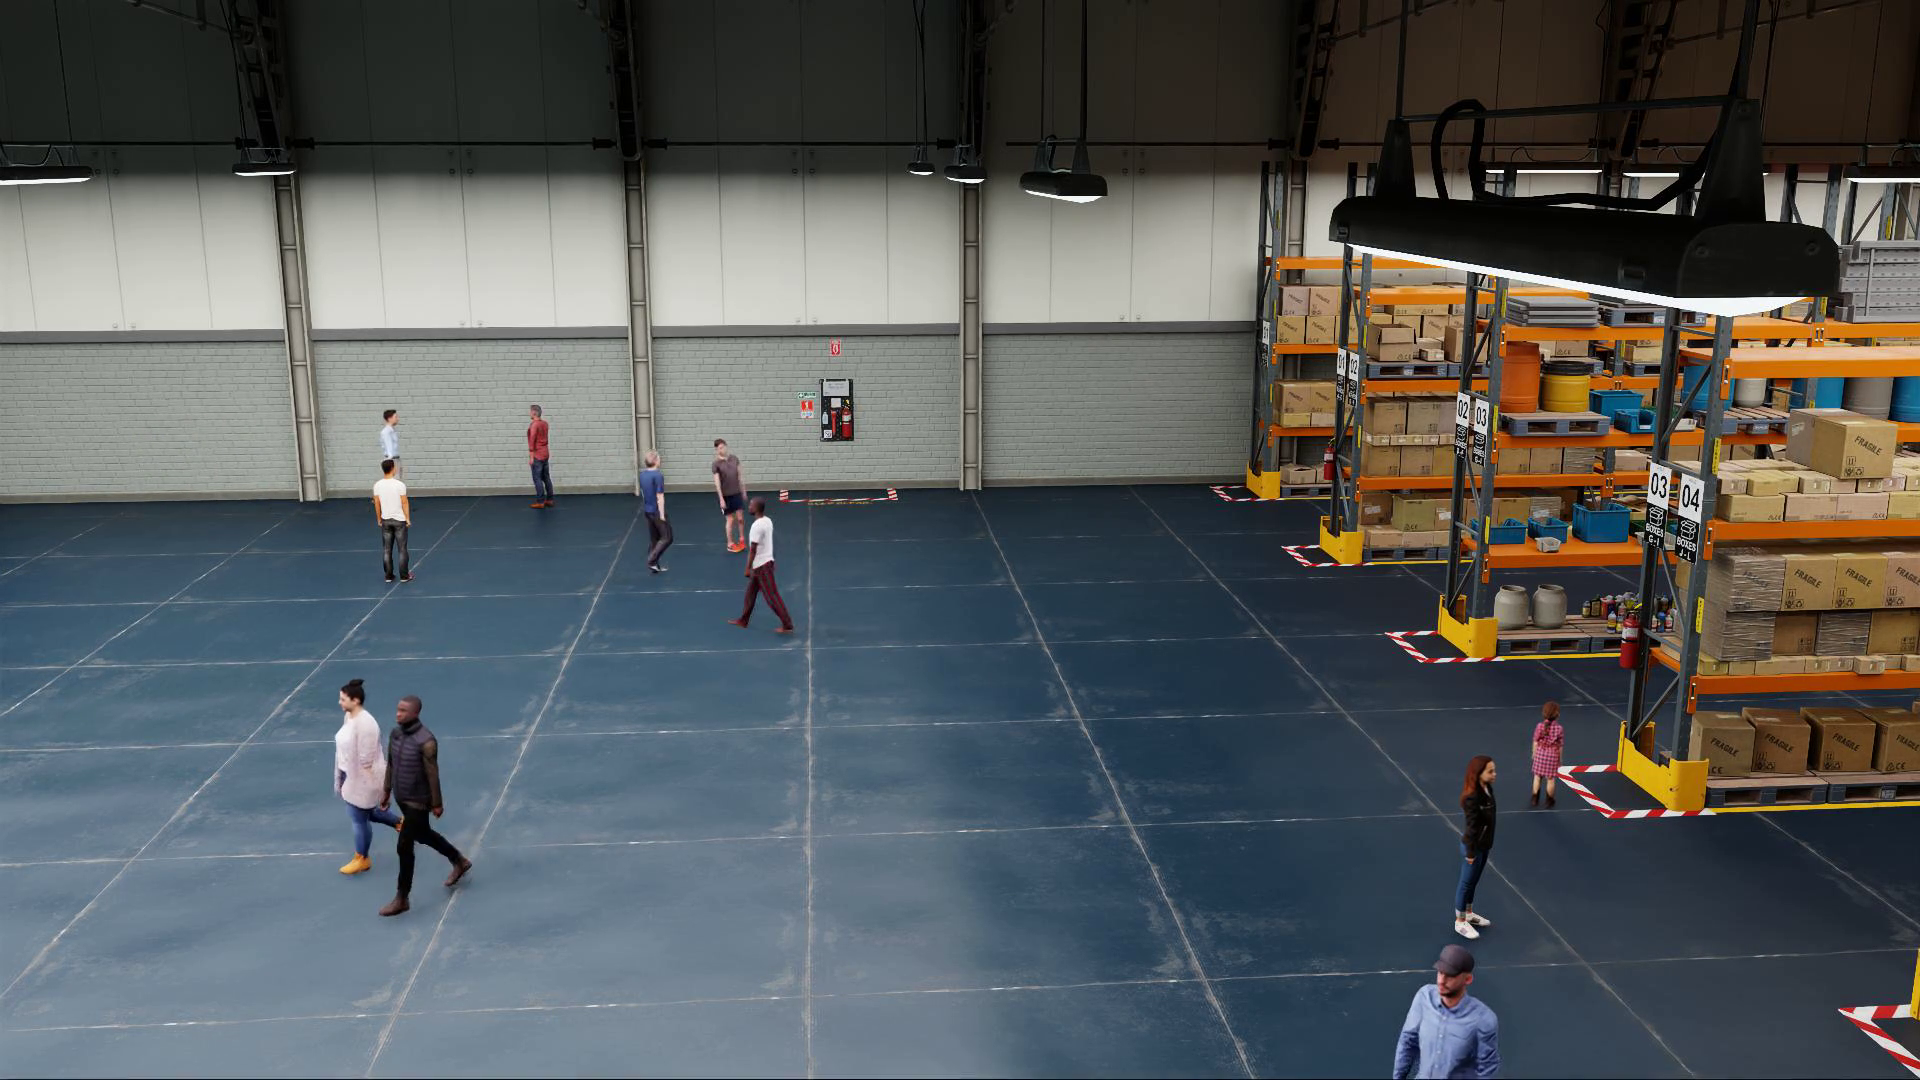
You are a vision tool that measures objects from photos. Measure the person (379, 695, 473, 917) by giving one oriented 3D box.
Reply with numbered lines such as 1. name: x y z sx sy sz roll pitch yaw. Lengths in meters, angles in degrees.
1. person: -4.446 2.147 13.805 1.189 1.796 1.261 11 17 40

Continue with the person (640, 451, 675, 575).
1. person: -4.568 -0.383 24.580 0.883 1.863 0.832 -12 18 -42

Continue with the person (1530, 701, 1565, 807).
1. person: 5.632 2.046 15.960 0.486 1.020 0.562 6 14 24

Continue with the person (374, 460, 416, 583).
1. person: -8.284 -0.283 24.295 0.521 1.798 0.735 1 13 3

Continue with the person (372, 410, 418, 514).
1. person: -9.842 -1.316 28.689 0.964 1.826 0.702 -2 13 -10

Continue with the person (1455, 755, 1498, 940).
1. person: 4.129 2.421 13.314 0.677 1.483 0.632 9 16 34

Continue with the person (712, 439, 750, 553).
1. person: -3.584 -0.693 26.018 0.754 1.818 0.906 -12 18 -42

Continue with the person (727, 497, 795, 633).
1. person: -2.472 0.365 21.528 1.231 1.783 0.898 2 13 10

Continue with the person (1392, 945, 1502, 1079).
1. person: 2.773 3.138 9.402 1.167 1.851 1.027 -11 17 -39

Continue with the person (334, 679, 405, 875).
1. person: -5.113 2.031 14.459 1.074 1.726 0.946 -9 16 -33

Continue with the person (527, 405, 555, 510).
1. person: -7.434 -1.487 29.422 0.698 1.830 0.747 4 14 16
